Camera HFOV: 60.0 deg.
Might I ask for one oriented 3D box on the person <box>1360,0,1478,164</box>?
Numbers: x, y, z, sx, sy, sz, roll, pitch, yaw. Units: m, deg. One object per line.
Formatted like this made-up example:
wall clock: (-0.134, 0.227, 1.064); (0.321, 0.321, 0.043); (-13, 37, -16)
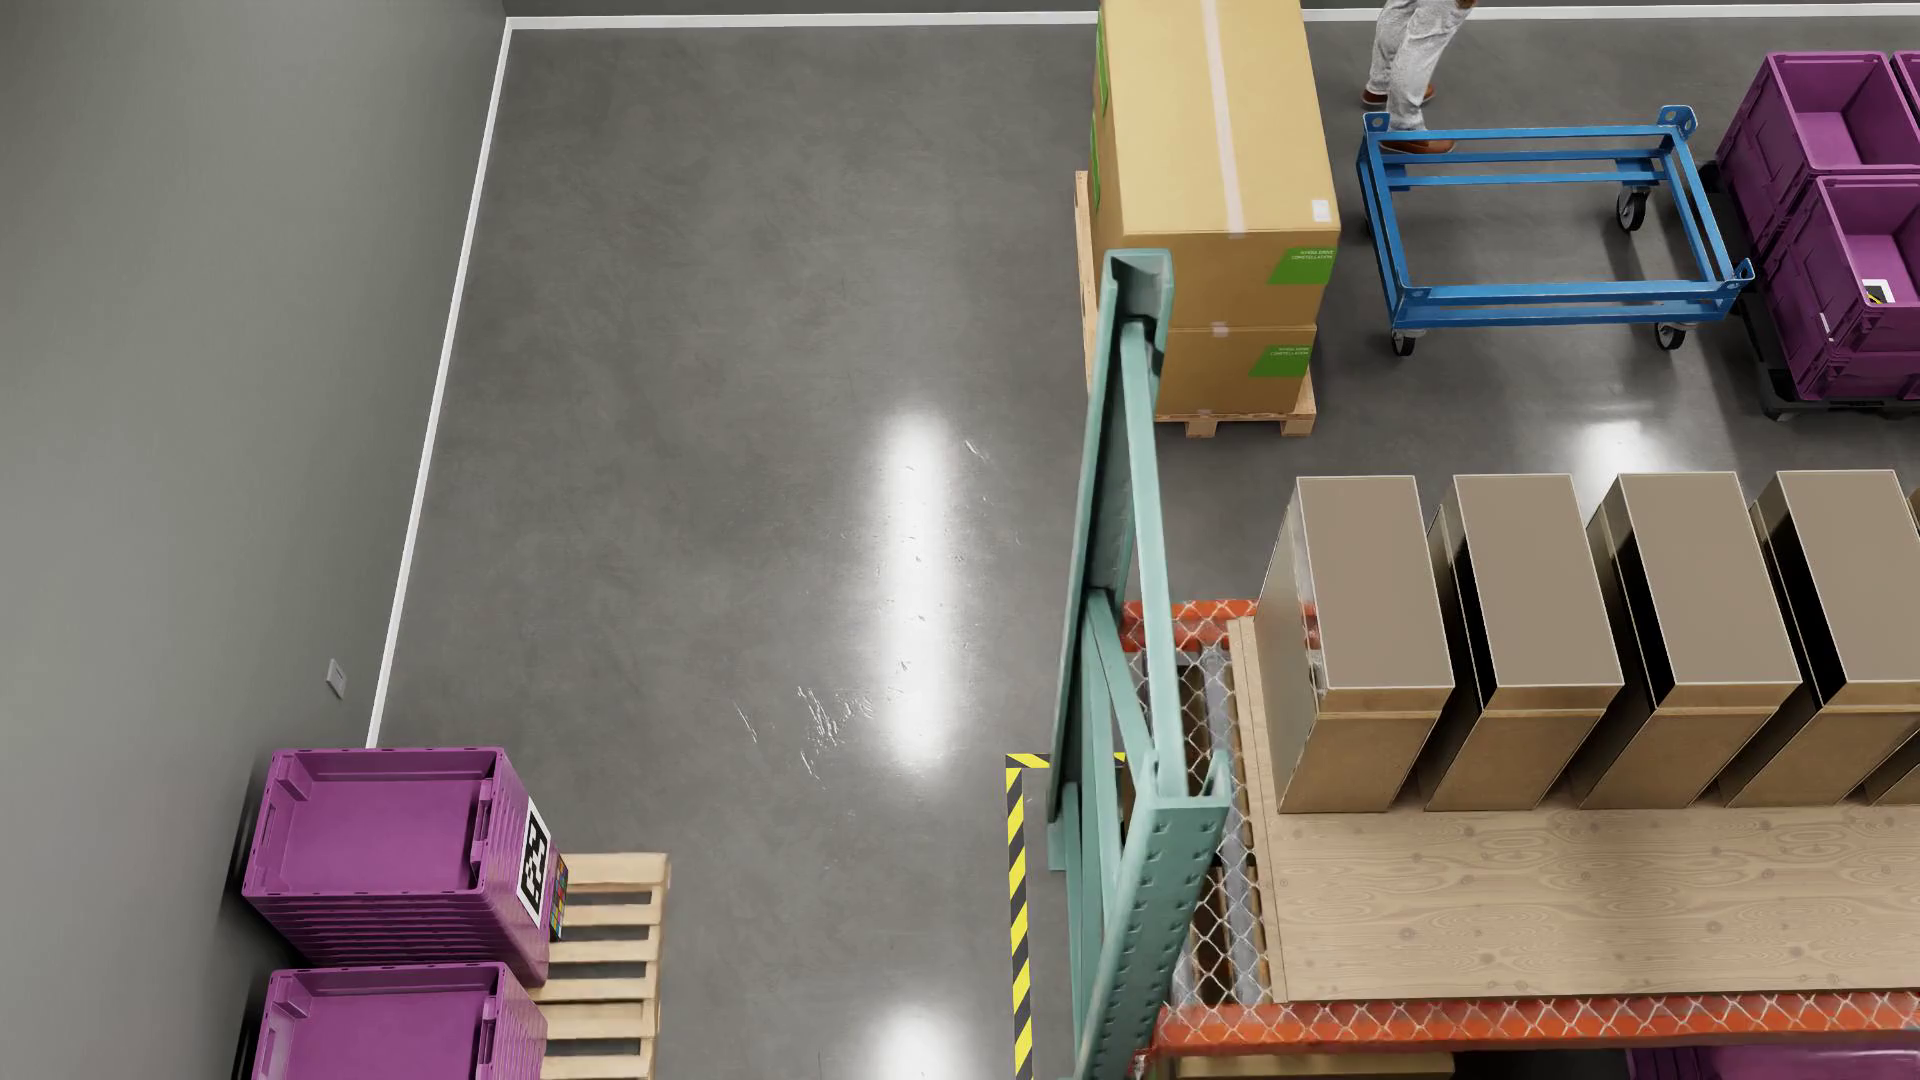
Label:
person: (1.824, -2.250, 6.083); (0.372, 1.939, 0.629); (-1, 58, -1)
